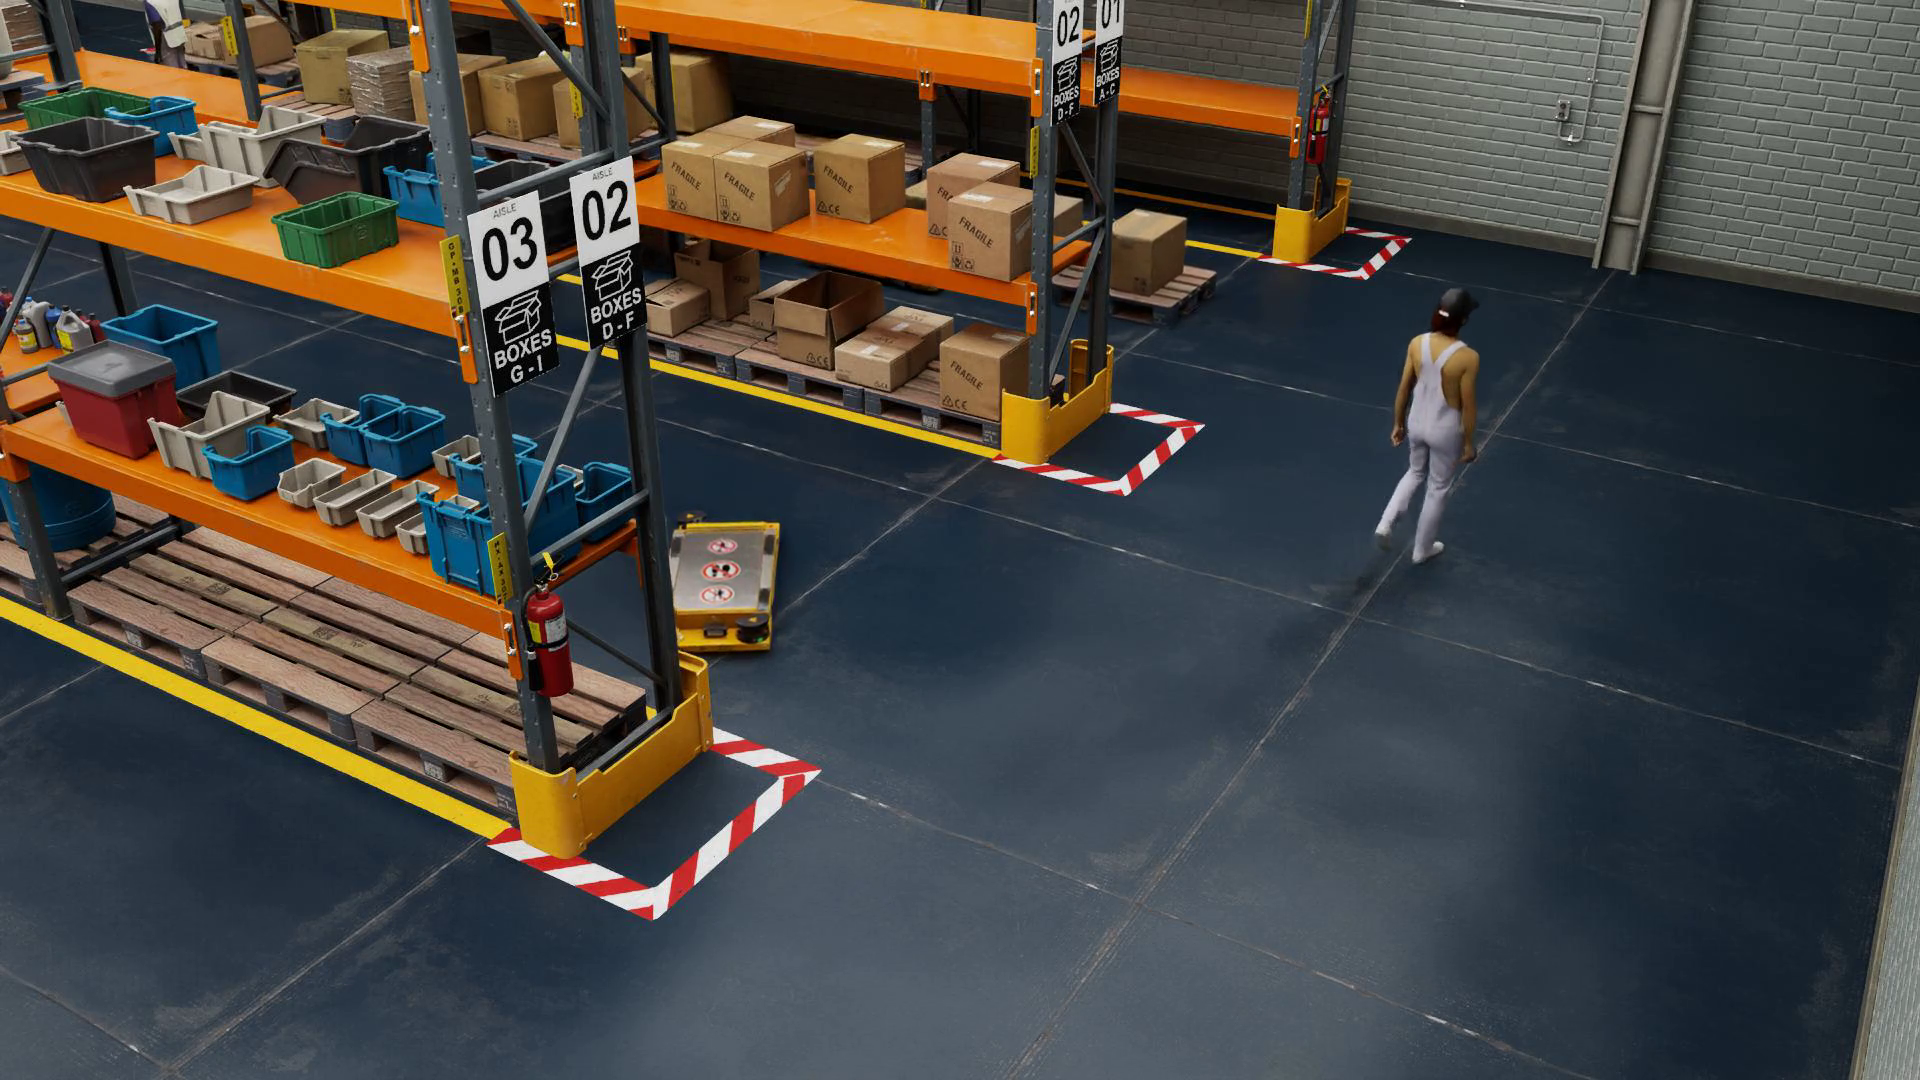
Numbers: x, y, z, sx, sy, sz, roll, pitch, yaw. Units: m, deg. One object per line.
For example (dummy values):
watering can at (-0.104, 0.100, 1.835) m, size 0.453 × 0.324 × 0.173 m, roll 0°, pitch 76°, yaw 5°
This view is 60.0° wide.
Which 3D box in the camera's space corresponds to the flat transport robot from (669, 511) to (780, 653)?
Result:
flat transport robot at (-1.463, 0.241, 10.201) m, size 0.659 × 0.231 × 1.431 m, roll -1°, pitch 29°, yaw -3°

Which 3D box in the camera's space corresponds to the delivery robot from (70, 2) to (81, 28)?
delivery robot at (-13.128, -7.560, 23.912) m, size 0.774 × 0.602 × 0.523 m, roll 3°, pitch 29°, yaw 6°

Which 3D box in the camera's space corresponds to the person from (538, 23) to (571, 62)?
person at (-4.117, -4.488, 17.215) m, size 0.541 × 1.697 × 0.316 m, roll 13°, pitch 32°, yaw 22°

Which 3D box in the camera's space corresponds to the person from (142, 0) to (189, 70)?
person at (-9.163, -5.736, 19.305) m, size 0.375 × 1.843 × 0.569 m, roll 3°, pitch 29°, yaw 6°

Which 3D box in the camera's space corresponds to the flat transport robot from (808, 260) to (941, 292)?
flat transport robot at (-0.635, -2.571, 15.247) m, size 1.431 × 0.231 × 0.659 m, roll 17°, pitch 34°, yaw 28°

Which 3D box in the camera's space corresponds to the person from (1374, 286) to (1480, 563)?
person at (2.914, -0.668, 10.210) m, size 0.493 × 1.847 × 0.522 m, roll -24°, pitch 37°, yaw -36°
